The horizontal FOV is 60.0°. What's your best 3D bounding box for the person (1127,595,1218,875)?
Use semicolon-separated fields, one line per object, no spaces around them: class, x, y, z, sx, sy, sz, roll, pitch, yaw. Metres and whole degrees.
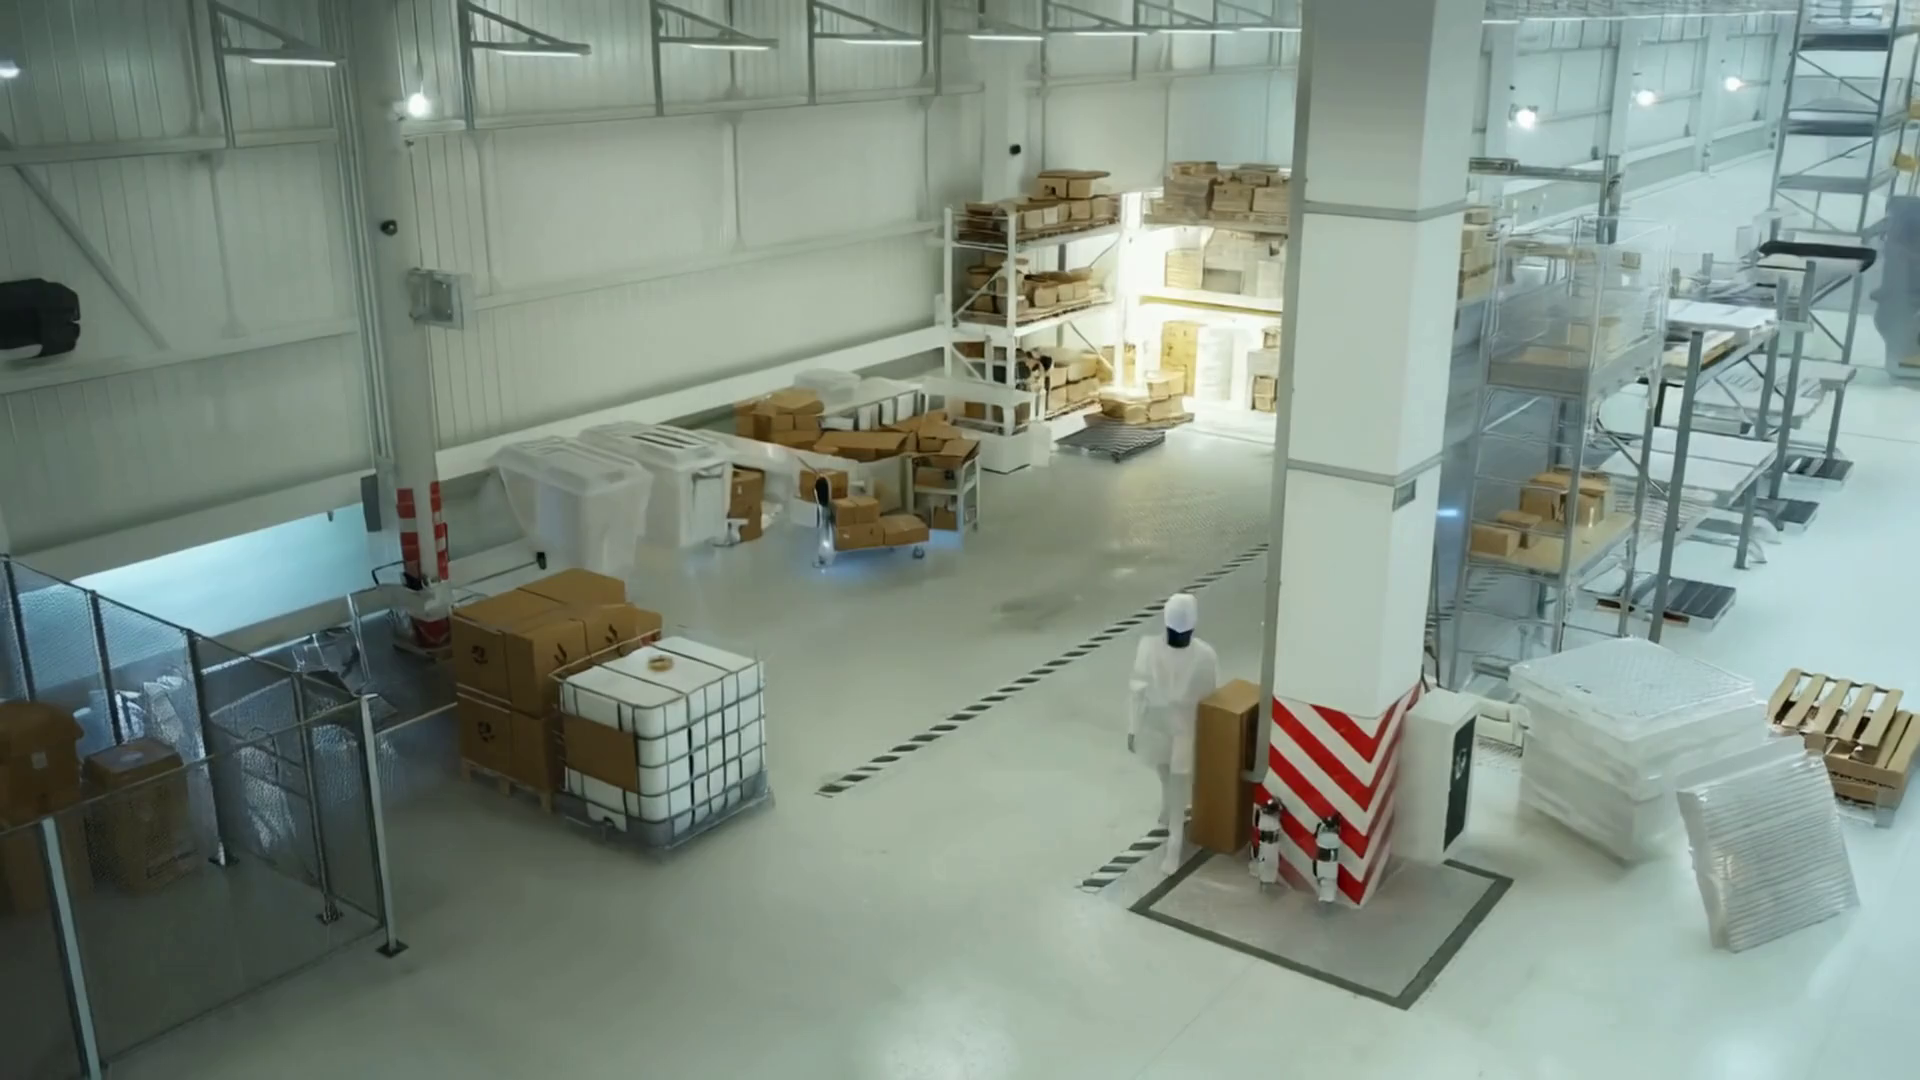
person;1.470;1.234;11.427;0.559;1.894;1.002;6;19;17

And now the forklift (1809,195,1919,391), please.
forklift;14.162;-3.792;25.223;1.873;2.768;1.129;13;22;34
